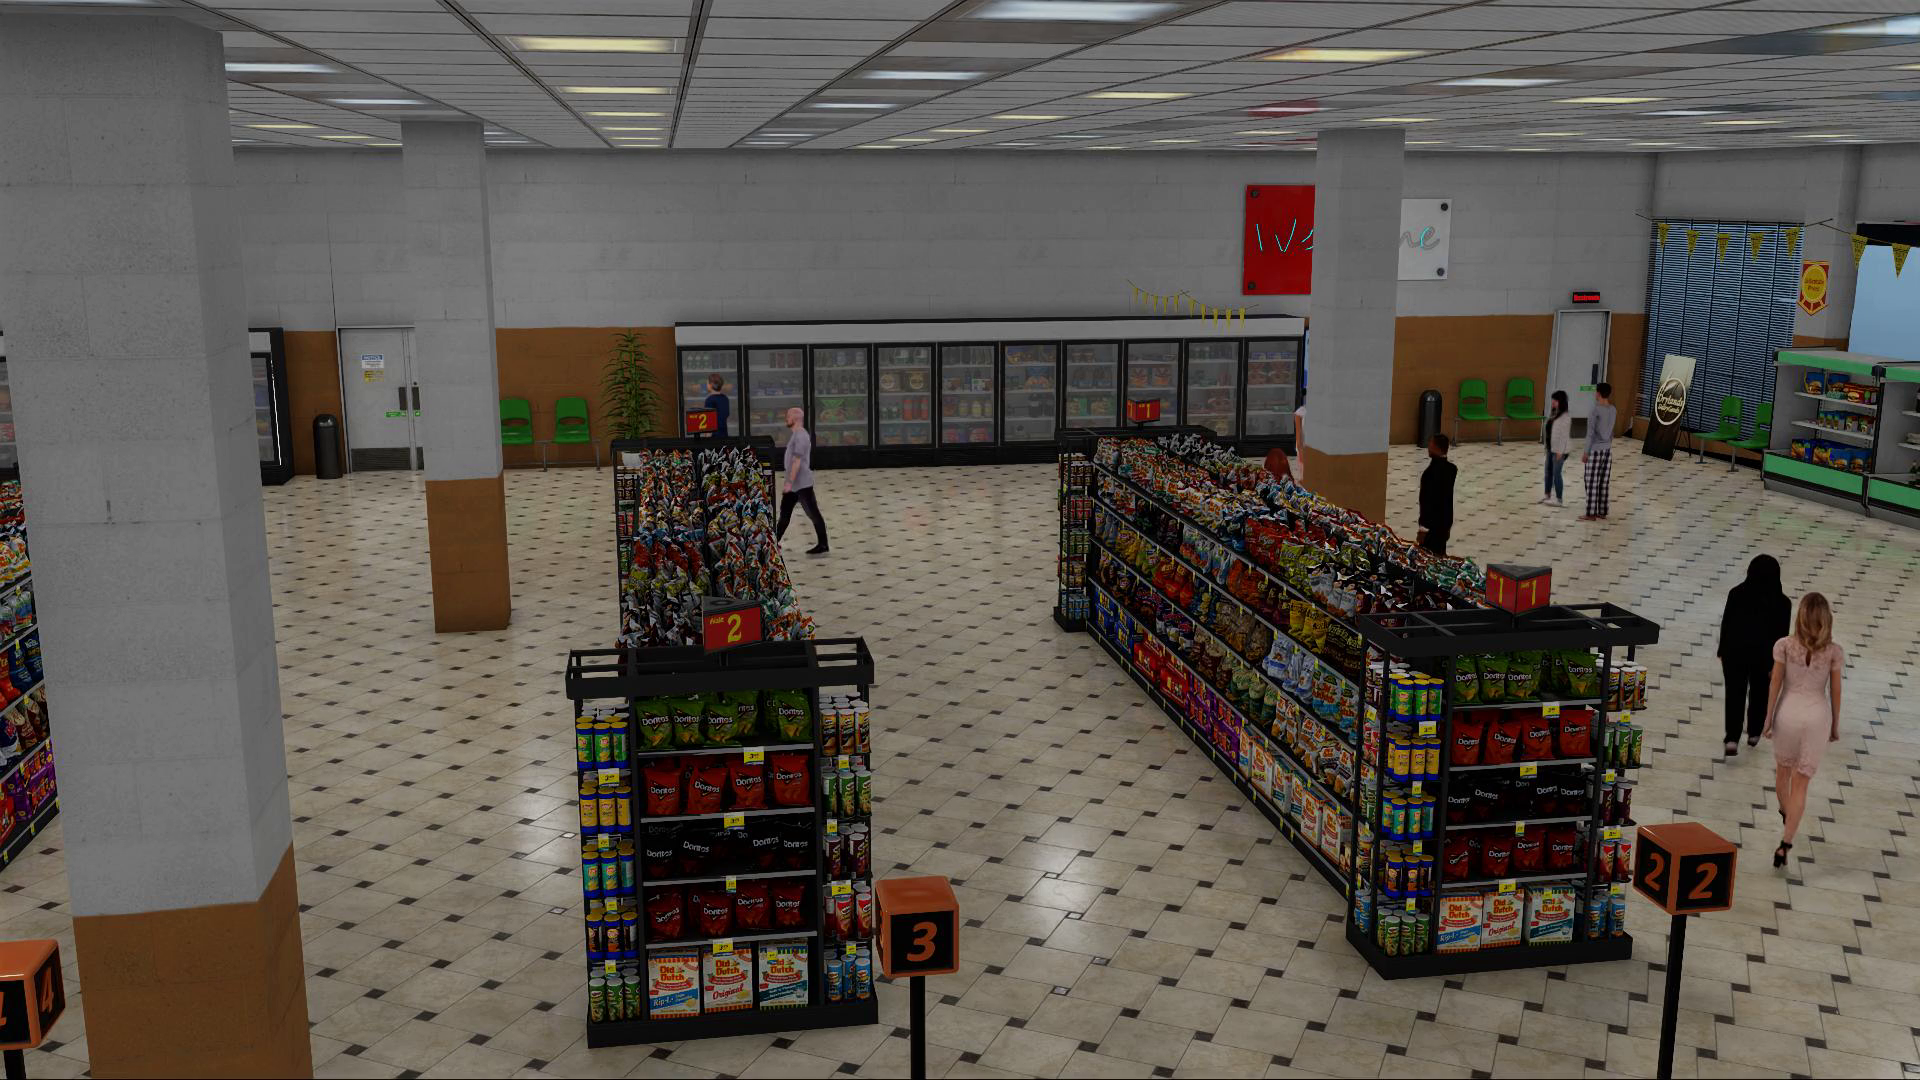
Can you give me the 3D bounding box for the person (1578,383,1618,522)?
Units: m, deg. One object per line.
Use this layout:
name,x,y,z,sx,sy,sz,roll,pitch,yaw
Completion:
person,8.588,-1.191,22.334,0.681,1.848,0.635,-6,13,-27

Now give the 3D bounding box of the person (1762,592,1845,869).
person,5.455,1.271,10.806,1.060,1.780,1.176,7,14,30

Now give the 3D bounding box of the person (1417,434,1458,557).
person,5.011,-0.129,17.222,1.237,1.877,1.226,7,14,30

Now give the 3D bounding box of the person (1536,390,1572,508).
person,8.404,-1.284,23.307,0.725,1.630,0.524,-1,12,-4

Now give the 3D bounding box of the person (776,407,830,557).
person,-1.831,-0.670,19.997,0.748,1.792,1.063,-2,12,-10

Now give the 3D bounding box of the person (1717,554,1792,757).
person,6.124,0.926,12.915,1.002,1.587,1.167,5,13,23

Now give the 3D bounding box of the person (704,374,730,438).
person,-3.391,-1.393,23.237,0.797,1.871,0.687,5,13,24
